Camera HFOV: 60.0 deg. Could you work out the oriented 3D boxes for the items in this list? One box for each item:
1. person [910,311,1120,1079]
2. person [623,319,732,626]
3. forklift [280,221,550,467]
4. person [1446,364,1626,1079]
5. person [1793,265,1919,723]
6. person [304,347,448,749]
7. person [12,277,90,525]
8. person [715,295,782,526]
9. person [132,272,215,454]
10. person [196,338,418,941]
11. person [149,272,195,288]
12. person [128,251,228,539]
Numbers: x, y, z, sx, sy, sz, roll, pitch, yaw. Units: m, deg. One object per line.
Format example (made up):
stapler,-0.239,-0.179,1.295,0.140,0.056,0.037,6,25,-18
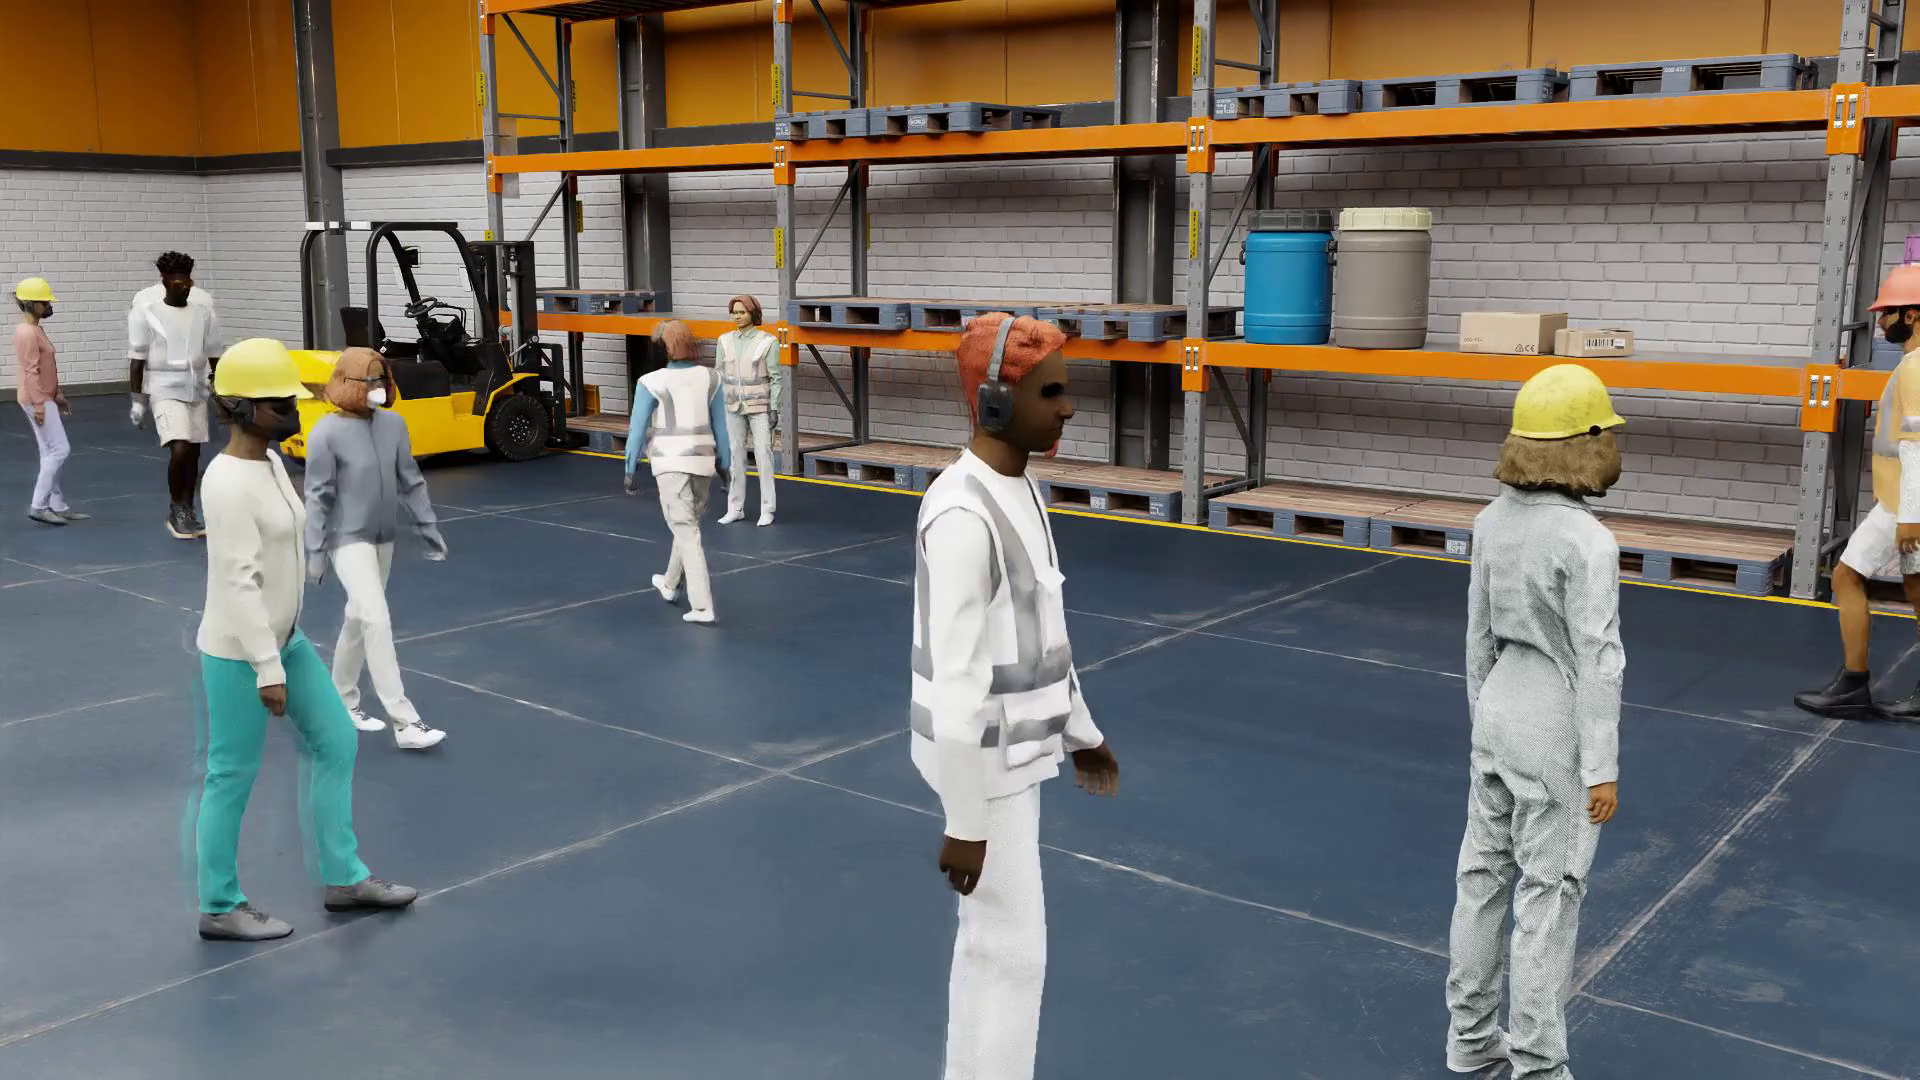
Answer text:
person,0.106,0.469,3.467,0.406,1.880,0.600,2,10,10
person,-1.546,-0.373,8.898,0.548,1.592,0.837,-9,13,-40
forklift,-4.922,-1.741,14.854,1.214,2.155,2.313,8,13,38
person,1.359,0.467,3.865,0.290,1.746,0.487,-3,11,-18
person,3.872,-0.180,6.964,0.724,1.909,0.575,8,13,39
person,-2.303,0.035,6.669,0.803,1.598,0.519,4,11,20
person,-6.499,-0.978,11.828,0.357,1.766,0.547,-5,11,-26
person,-1.505,-0.917,11.821,0.520,1.640,0.307,4,11,20
person,-6.680,-1.470,14.139,0.657,1.900,0.786,-7,13,-35
person,-1.898,0.303,4.753,0.714,1.739,0.557,-1,10,-6
person,-9.482,-2.502,20.091,0.626,1.818,0.451,-4,11,-22
person,-5.232,-0.966,11.229,0.535,1.945,0.649,7,12,33
